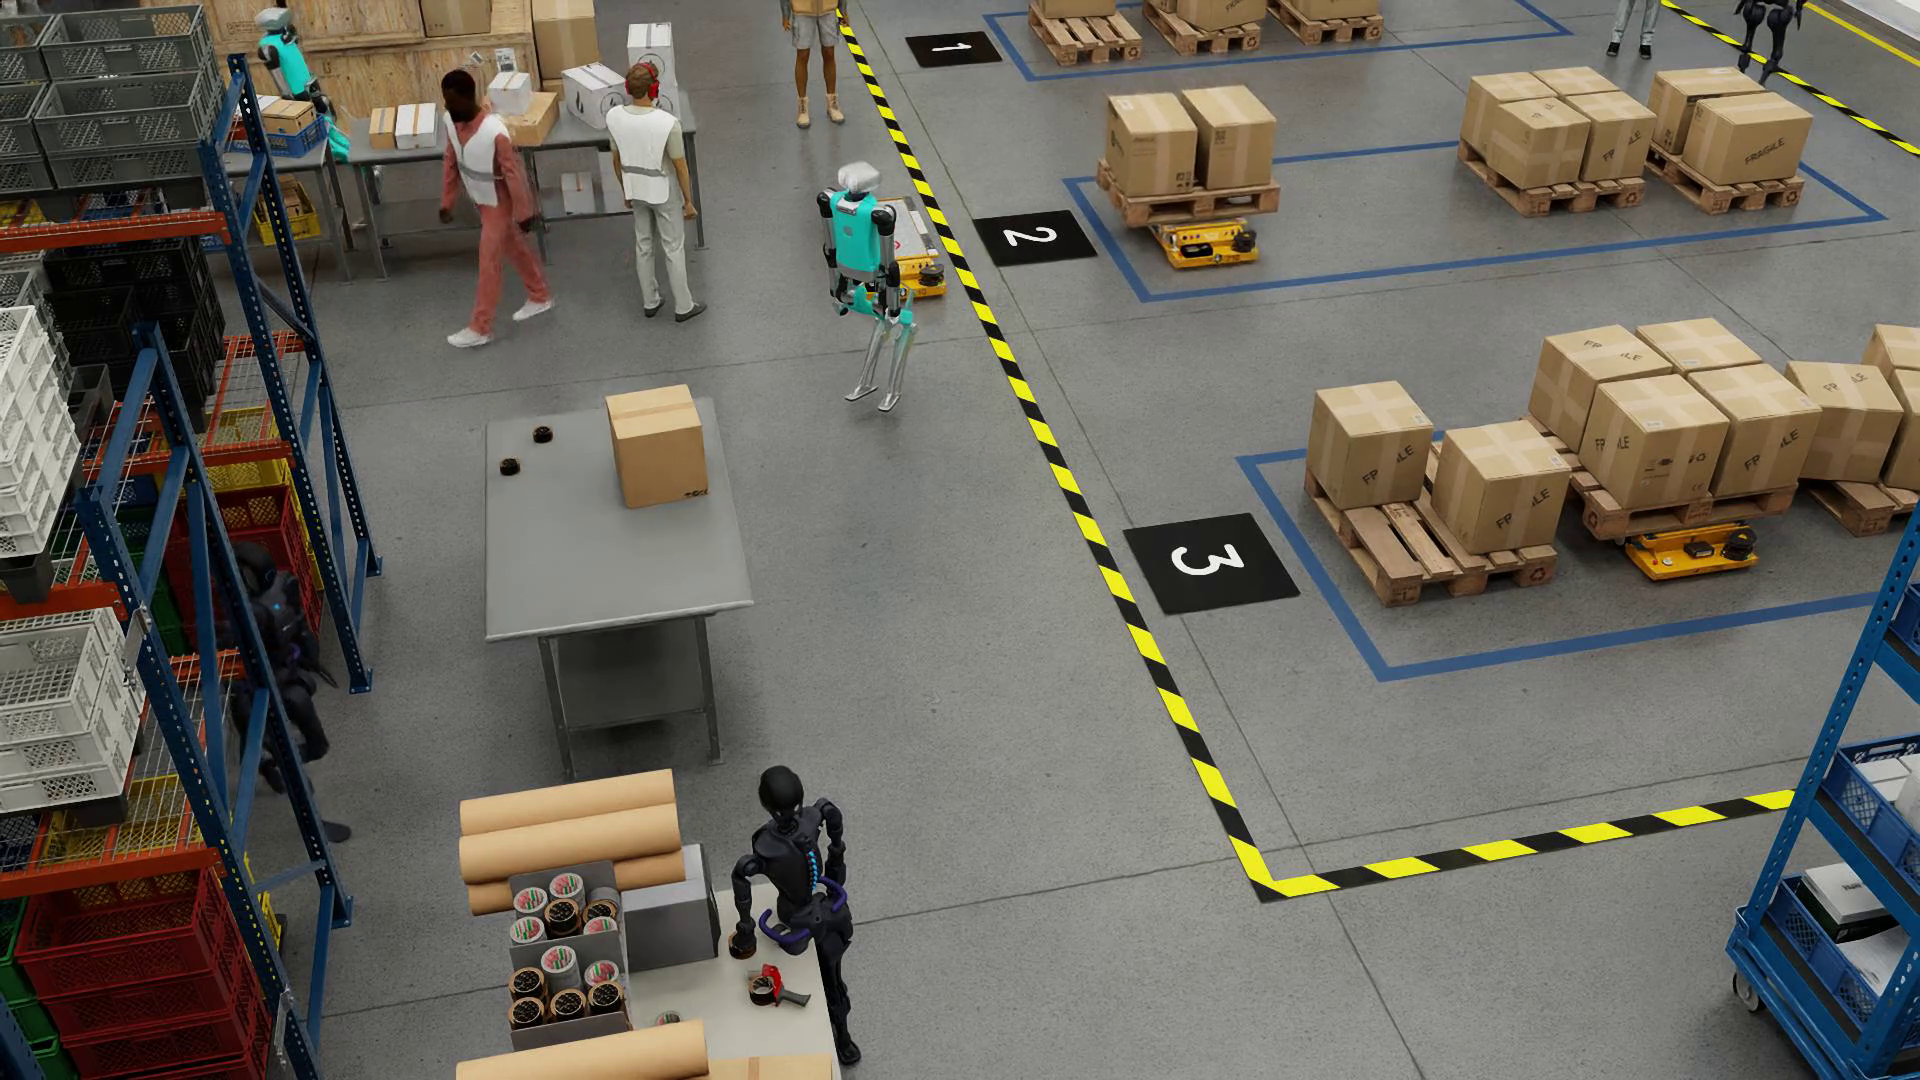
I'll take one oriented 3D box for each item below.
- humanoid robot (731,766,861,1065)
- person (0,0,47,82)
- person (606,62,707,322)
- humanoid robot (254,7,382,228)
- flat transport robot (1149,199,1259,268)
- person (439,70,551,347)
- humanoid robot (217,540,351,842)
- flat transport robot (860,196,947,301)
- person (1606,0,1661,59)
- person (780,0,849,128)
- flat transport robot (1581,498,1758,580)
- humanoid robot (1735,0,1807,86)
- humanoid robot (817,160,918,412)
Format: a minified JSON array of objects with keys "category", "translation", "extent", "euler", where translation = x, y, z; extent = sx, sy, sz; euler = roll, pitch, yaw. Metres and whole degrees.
[{"category":"humanoid robot","translation":[-0.626,1.503,6.345],"extent":[0.315,1.653,0.599],"euler":[29,45,33]},{"category":"person","translation":[-8.478,-4.982,14.880],"extent":[0.668,1.895,0.569],"euler":[24,43,28]},{"category":"person","translation":[-2.095,-2.354,11.400],"extent":[0.565,1.841,0.390],"euler":[12,38,16]},{"category":"humanoid robot","translation":[-4.688,-3.096,12.524],"extent":[0.816,1.814,0.543],"euler":[0,37,0]},{"category":"flat transport robot","translation":[1.770,-2.552,12.961],"extent":[0.652,0.197,1.431],"euler":[-8,37,-10]},{"category":"person","translation":[-3.252,-2.243,11.223],"extent":[0.956,1.872,0.580],"euler":[-30,46,-34]},{"category":"humanoid robot","translation":[-3.141,0.674,7.470],"extent":[0.562,1.638,0.609],"euler":[10,38,13]},{"category":"flat transport robot","translation":[-0.570,-2.220,12.538],"extent":[0.659,0.231,1.431],"euler":[-8,37,-10]},{"category":"person","translation":[6.479,-5.436,15.546],"extent":[0.589,1.836,0.404],"euler":[9,38,12]},{"category":"person","translation":[-1.235,-4.543,14.172],"extent":[0.606,2.048,0.366],"euler":[-9,38,-12]},{"category":"flat transport robot","translation":[4.062,-0.294,9.926],"extent":[0.652,0.197,1.431],"euler":[-8,37,-10]},{"category":"humanoid robot","translation":[7.179,-4.749,14.761],"extent":[0.603,1.648,0.466],"euler":[30,46,34]},{"category":"humanoid robot","translation":[-0.487,-1.621,10.394],"extent":[0.533,1.673,0.735],"euler":[21,41,26]}]
